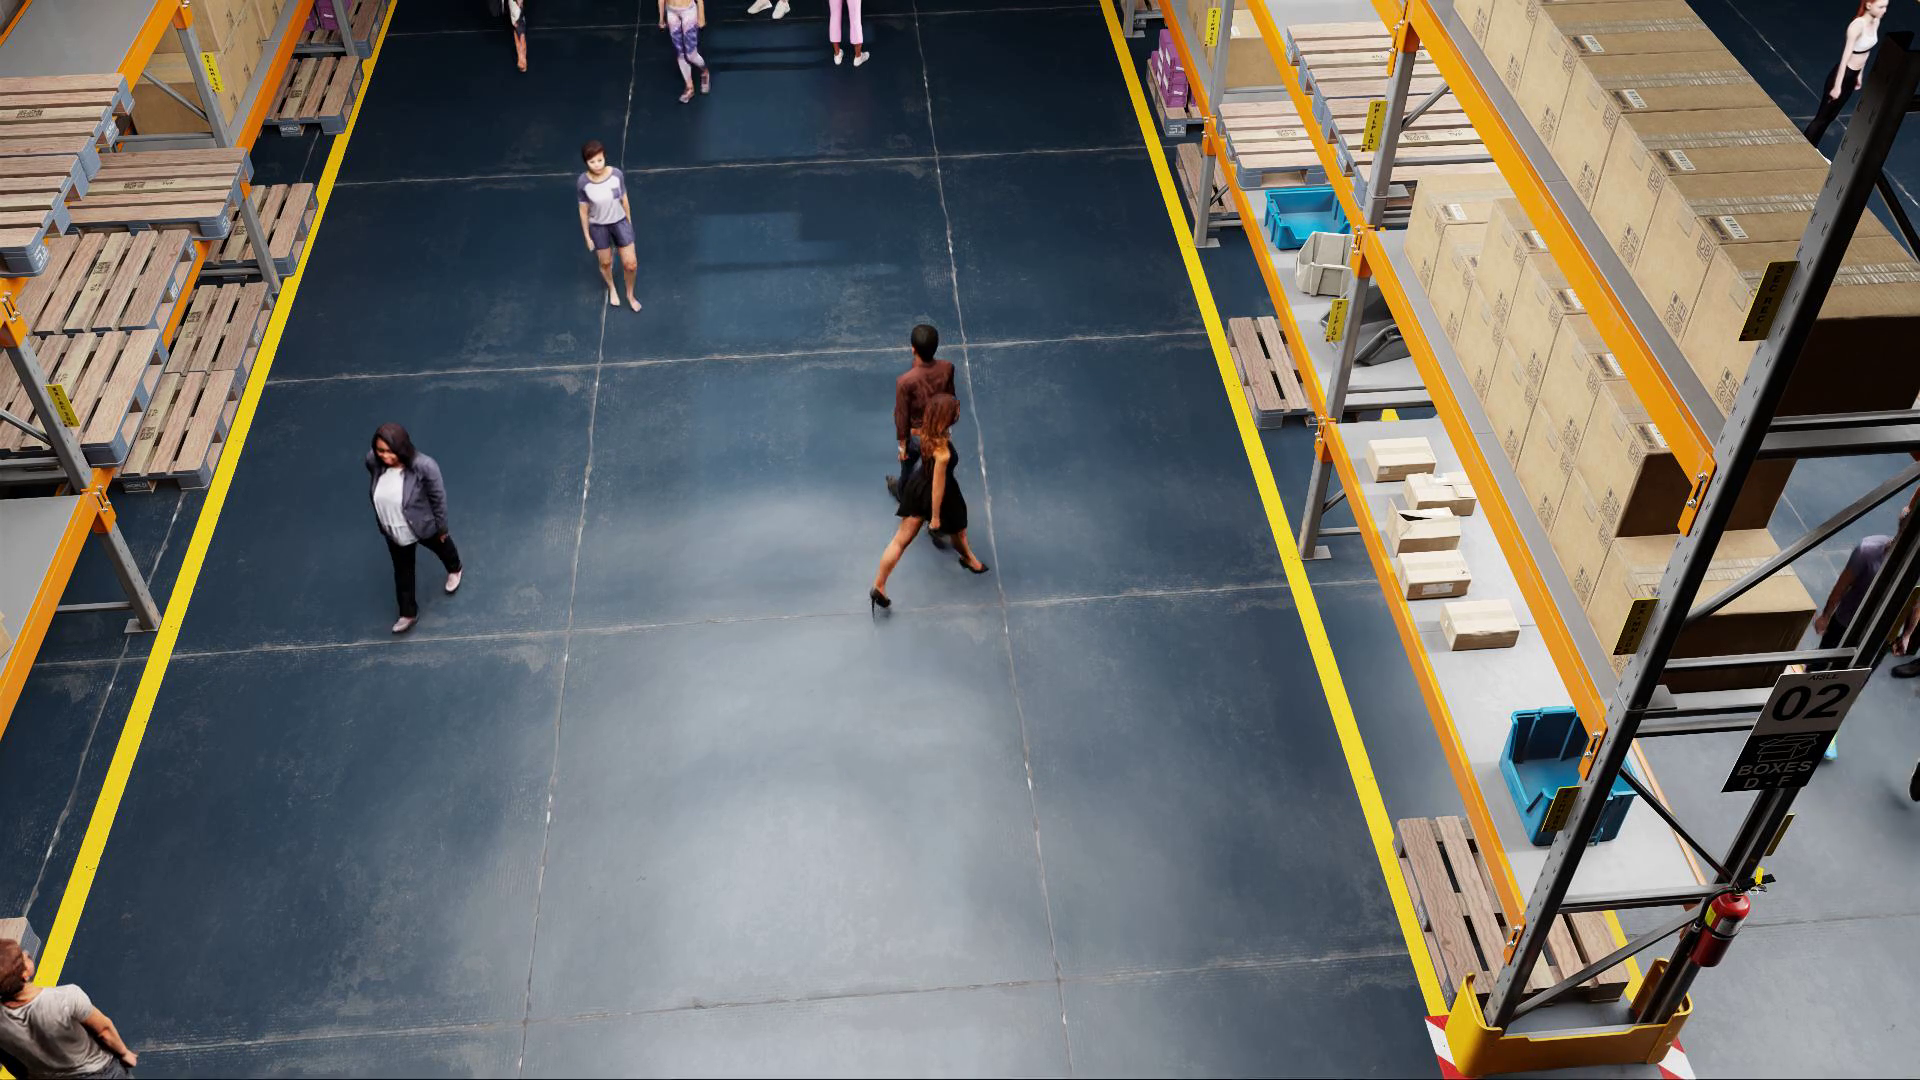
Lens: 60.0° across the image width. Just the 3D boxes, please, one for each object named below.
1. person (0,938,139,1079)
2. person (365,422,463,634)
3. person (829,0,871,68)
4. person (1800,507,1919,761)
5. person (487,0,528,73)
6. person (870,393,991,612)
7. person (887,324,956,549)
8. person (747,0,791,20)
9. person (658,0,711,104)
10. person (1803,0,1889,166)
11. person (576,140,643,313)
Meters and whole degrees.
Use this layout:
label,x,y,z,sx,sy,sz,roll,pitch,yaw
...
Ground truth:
label,x,y,z,sx,sy,sz,roll,pitch,yaw
person,-4.287,2.548,8.047,0.705,1.894,0.632,-14,45,-14
person,-3.627,-0.185,11.161,0.812,1.555,1.080,5,44,5
person,-1.173,-5.626,16.738,0.639,1.740,0.617,10,45,11
person,5.547,0.491,10.221,0.802,1.873,0.948,10,45,10
person,-4.595,-5.732,16.751,0.738,1.876,1.037,0,44,0
person,-0.267,-0.210,11.027,0.986,1.776,1.186,-19,47,-19
person,-0.184,-0.670,11.533,0.914,1.744,1.123,-20,47,-20
person,-2.041,-6.431,17.492,0.754,1.866,0.761,19,47,19
person,-2.675,-5.142,16.214,0.726,1.762,0.787,13,45,13
person,8.107,-4.232,15.275,0.668,1.740,0.680,-26,49,-25
person,-2.925,-2.640,13.744,0.659,1.547,0.708,-15,46,-15
